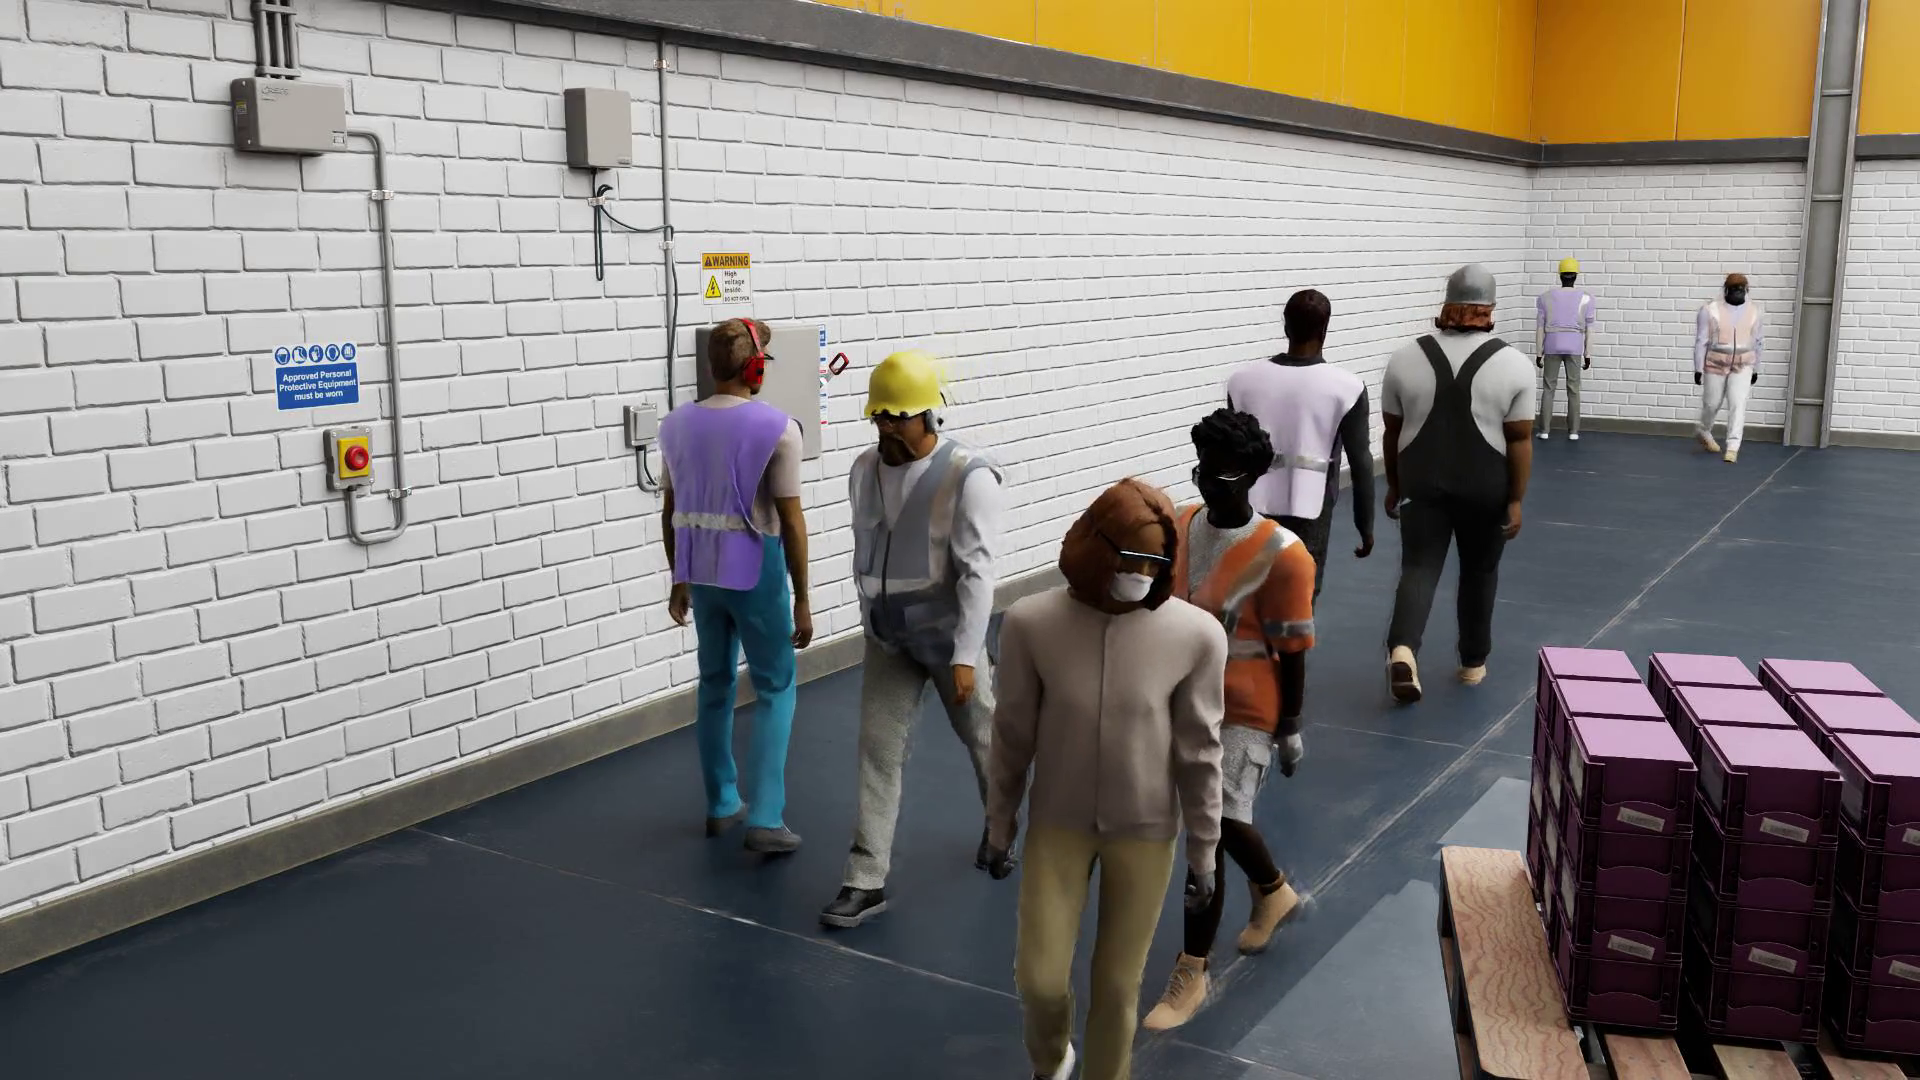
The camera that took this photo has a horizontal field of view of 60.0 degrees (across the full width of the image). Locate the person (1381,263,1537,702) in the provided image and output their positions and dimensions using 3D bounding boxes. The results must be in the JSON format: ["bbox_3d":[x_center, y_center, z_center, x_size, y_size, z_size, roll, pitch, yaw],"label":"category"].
[{"bbox_3d":[2.259,-0.279,7.616,0.688,2.000,0.920,5,11,25],"label":"person"}]

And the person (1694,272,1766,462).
[{"bbox_3d":[7.401,-1.683,16.057,0.632,1.810,0.830,3,11,15],"label":"person"}]

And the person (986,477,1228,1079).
[{"bbox_3d":[0.313,0.652,3.655,0.520,1.613,0.359,1,10,7],"label":"person"}]

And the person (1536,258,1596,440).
[{"bbox_3d":[6.364,-2.007,17.546,0.582,1.918,0.405,3,11,17],"label":"person"}]

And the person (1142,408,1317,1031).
[{"bbox_3d":[0.771,0.459,4.600,0.778,1.671,0.528,-8,13,-36],"label":"person"}]

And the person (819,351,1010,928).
[{"bbox_3d":[-0.083,0.278,5.306,0.597,1.777,0.962,6,12,32],"label":"person"}]

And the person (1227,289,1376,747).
[{"bbox_3d":[1.455,-0.109,7.083,0.623,1.885,0.832,5,12,28],"label":"person"}]

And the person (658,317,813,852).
[{"bbox_3d":[-0.775,0.160,5.733,0.607,1.843,0.433,5,11,25],"label":"person"}]
